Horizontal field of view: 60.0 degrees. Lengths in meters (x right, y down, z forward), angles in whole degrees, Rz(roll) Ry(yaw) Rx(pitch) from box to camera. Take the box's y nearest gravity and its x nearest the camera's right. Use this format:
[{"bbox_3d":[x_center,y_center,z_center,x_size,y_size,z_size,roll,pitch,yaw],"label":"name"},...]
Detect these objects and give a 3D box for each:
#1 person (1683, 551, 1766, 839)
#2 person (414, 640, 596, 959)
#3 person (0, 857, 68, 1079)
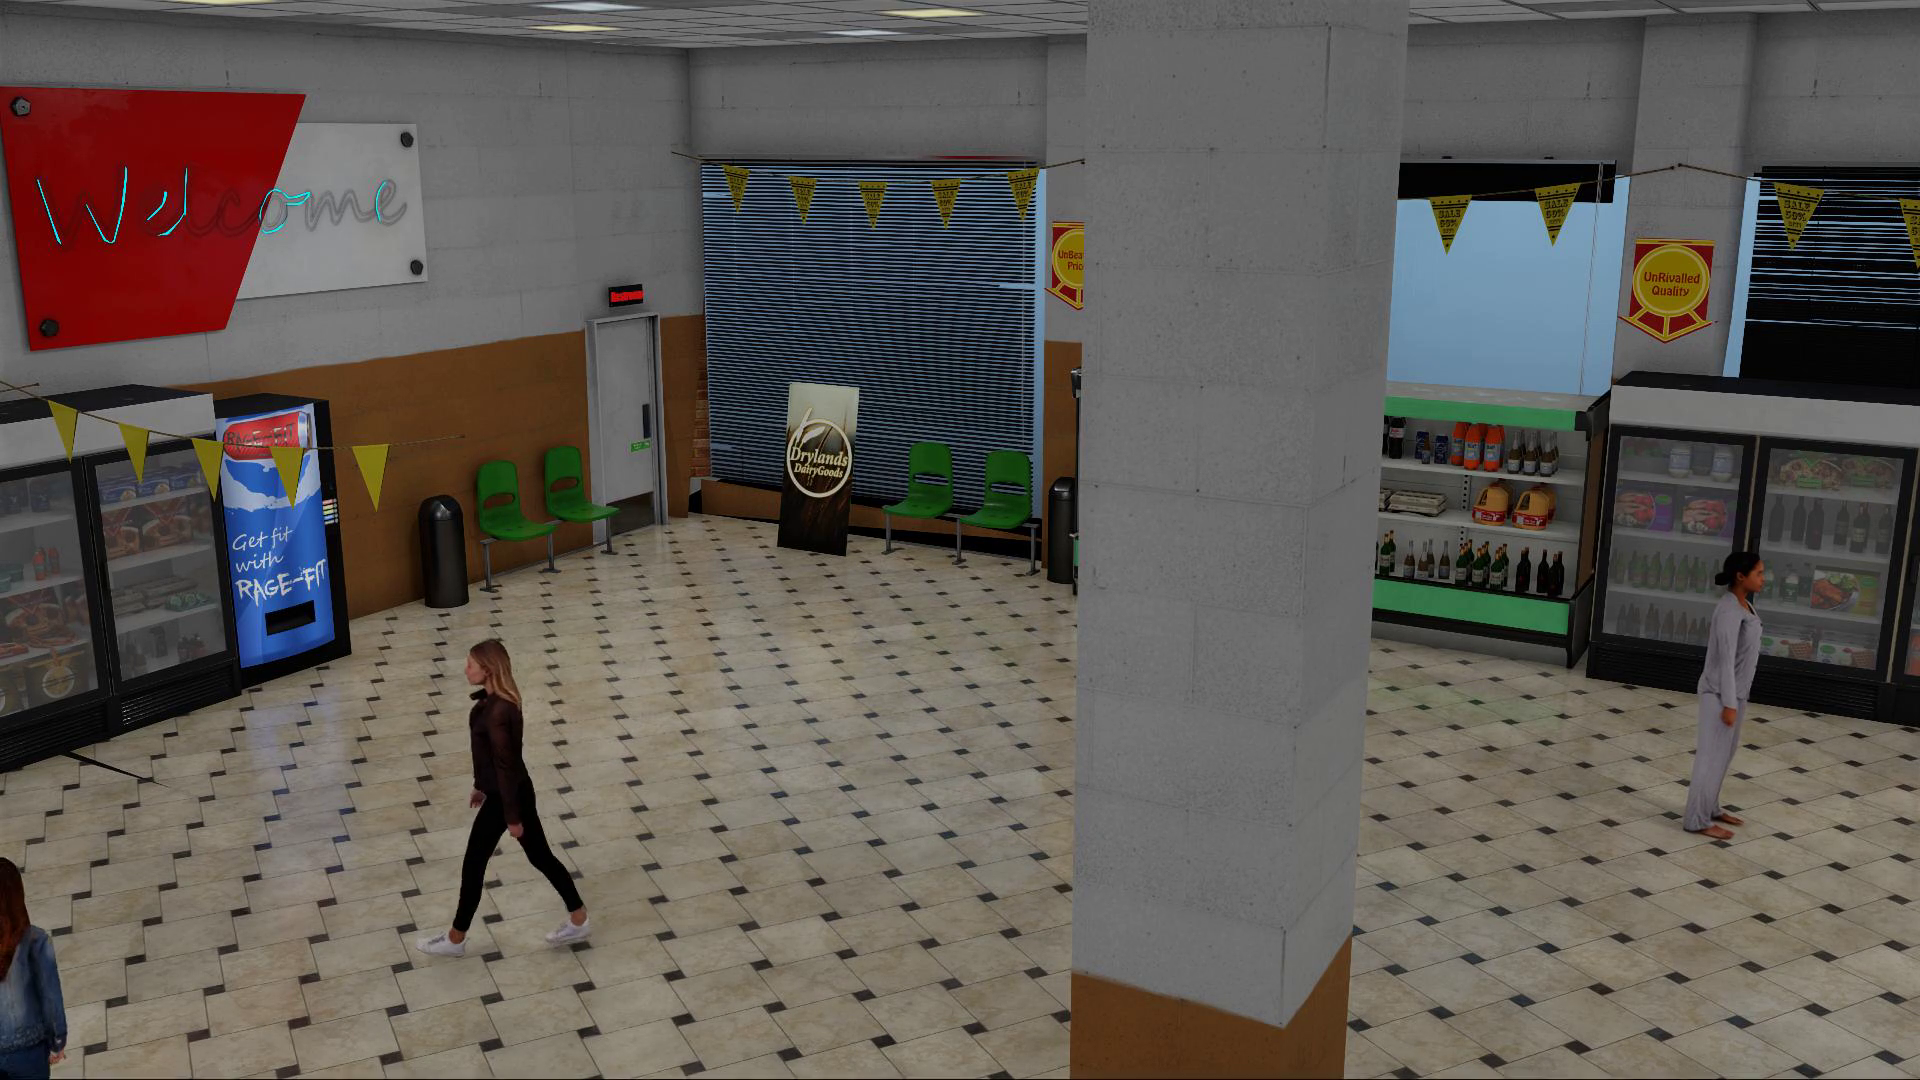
[{"bbox_3d":[4.589,0.905,9.993,0.555,1.733,0.640,9,16,34],"label":"person"},{"bbox_3d":[-2.202,1.328,8.404,1.189,1.659,1.014,-1,14,-4],"label":"person"},{"bbox_3d":[-3.640,1.935,6.315,0.645,1.464,0.728,-1,14,-6],"label":"person"}]
